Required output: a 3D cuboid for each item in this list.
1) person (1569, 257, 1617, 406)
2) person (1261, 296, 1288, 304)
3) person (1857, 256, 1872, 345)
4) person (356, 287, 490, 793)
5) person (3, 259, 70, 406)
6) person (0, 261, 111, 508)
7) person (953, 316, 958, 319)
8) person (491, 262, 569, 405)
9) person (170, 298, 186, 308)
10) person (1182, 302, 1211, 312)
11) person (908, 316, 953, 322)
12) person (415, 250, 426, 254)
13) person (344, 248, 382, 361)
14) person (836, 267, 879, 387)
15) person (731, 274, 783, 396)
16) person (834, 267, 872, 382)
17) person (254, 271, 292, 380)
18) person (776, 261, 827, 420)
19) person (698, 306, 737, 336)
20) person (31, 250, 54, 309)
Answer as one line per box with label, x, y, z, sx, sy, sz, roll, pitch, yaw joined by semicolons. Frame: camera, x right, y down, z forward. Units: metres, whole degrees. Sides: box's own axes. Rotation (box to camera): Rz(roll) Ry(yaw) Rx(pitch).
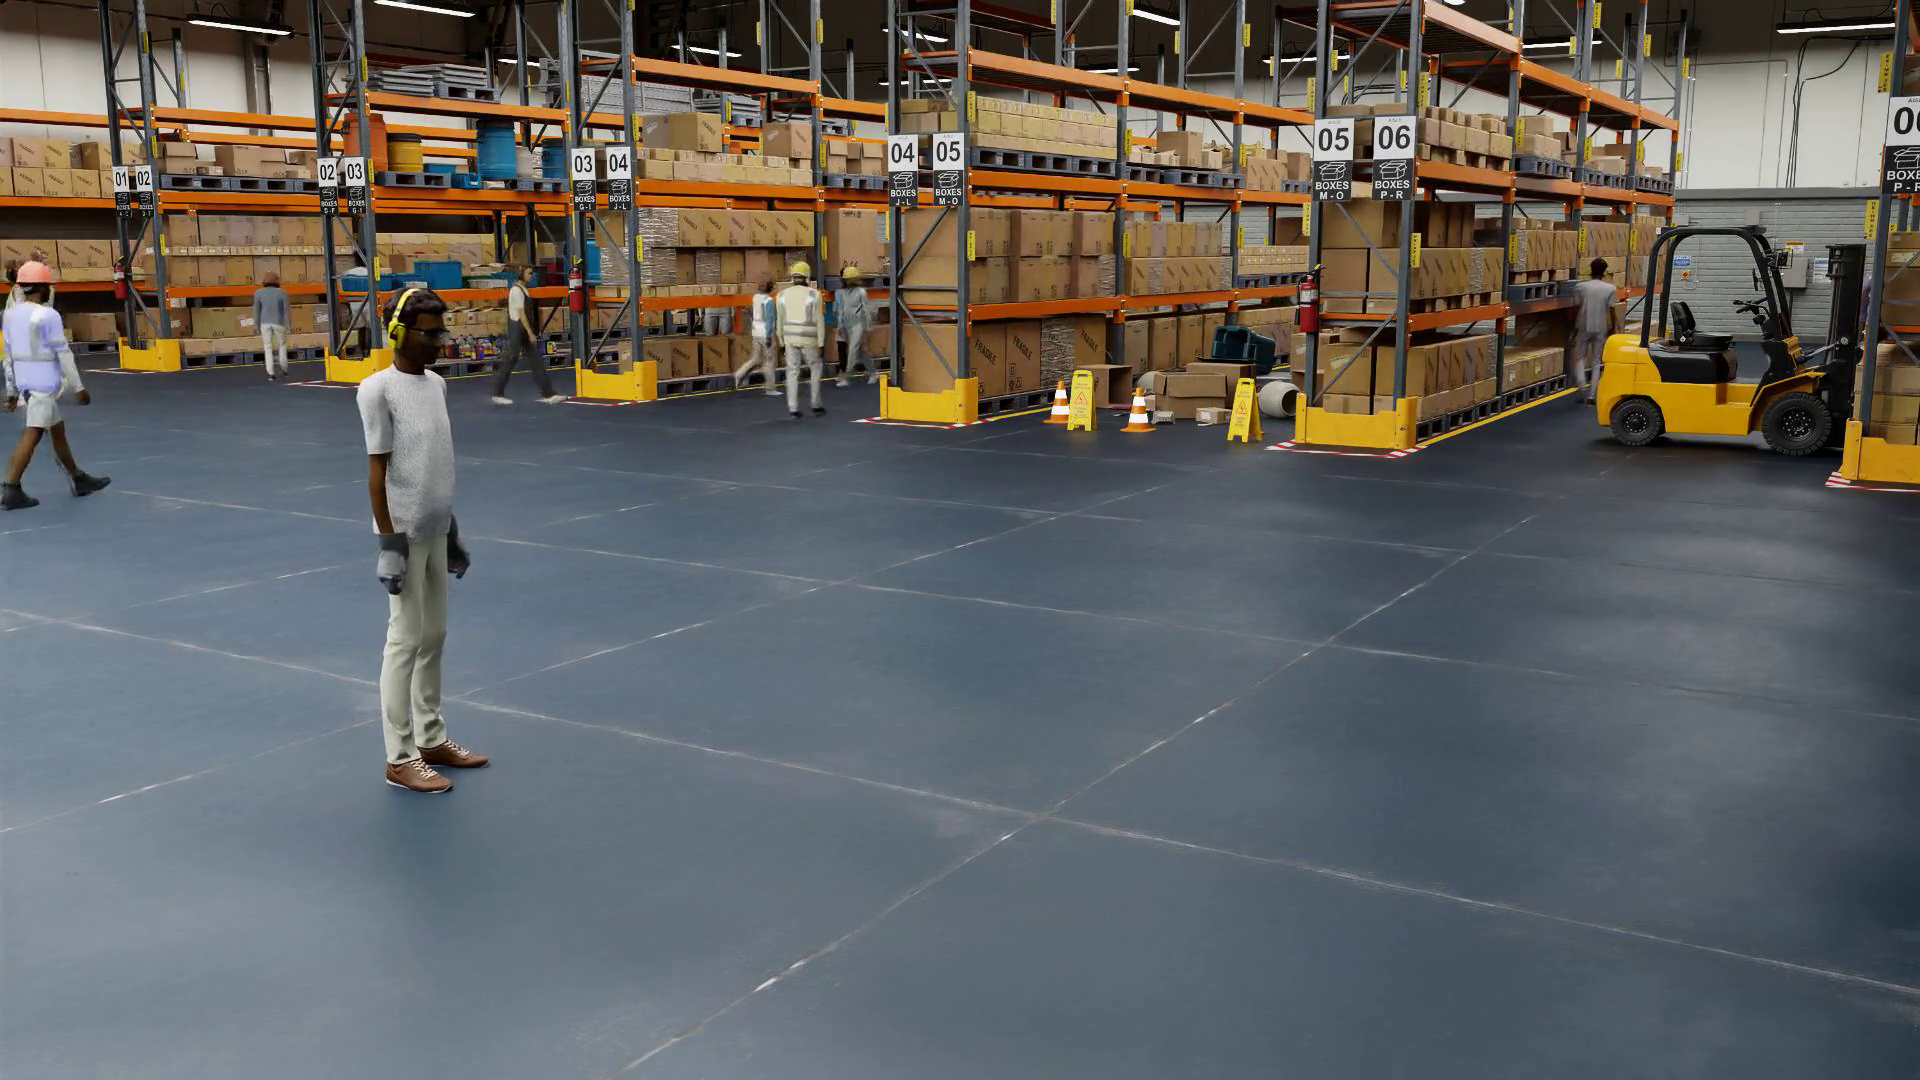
person;7.908;-2.596;20.767;0.552;1.850;0.518;5;11;24
person;6.072;-4.672;32.245;0.632;1.897;0.616;7;12;35
person;12.797;-3.180;23.852;0.585;1.921;0.392;6;12;31
person;-2.008;-0.004;6.212;0.329;1.865;0.507;2;10;11
person;-11.562;-2.577;20.724;0.610;1.829;0.632;-5;11;-24
person;-7.134;-1.214;12.951;0.549;1.885;1.011;6;12;28
person;0.147;-3.020;22.634;0.606;2.035;0.403;6;12;30
person;-5.445;-2.562;20.760;0.991;1.796;0.505;1;10;6
person;-14.540;-4.268;30.736;0.497;1.633;0.279;0;10;2
person;4.193;-4.196;29.532;0.547;1.917;0.582;8;13;38
person;-0.459;-3.126;23.645;0.665;1.877;0.804;7;12;32
person;-10.555;-4.744;32.705;0.575;1.883;0.362;7;12;33
person;-9.977;-3.908;27.836;0.610;1.954;0.452;0;10;0
person;-1.446;-3.045;23.723;0.522;1.701;0.868;9;14;43
person;-2.675;-2.690;21.940;0.675;1.614;0.540;-7;12;-35
person;-1.598;-3.178;24.527;0.533;1.679;0.647;7;12;33
person;-10.255;-3.205;24.851;0.530;1.604;0.705;-3;11;-17
person;-1.801;-2.310;19.270;0.620;1.801;0.753;3;11;16
person;-3.674;-3.438;25.278;0.625;1.931;0.374;0;10;0
person;-15.721;-4.005;28.499;0.652;1.906;0.403;6;12;31
